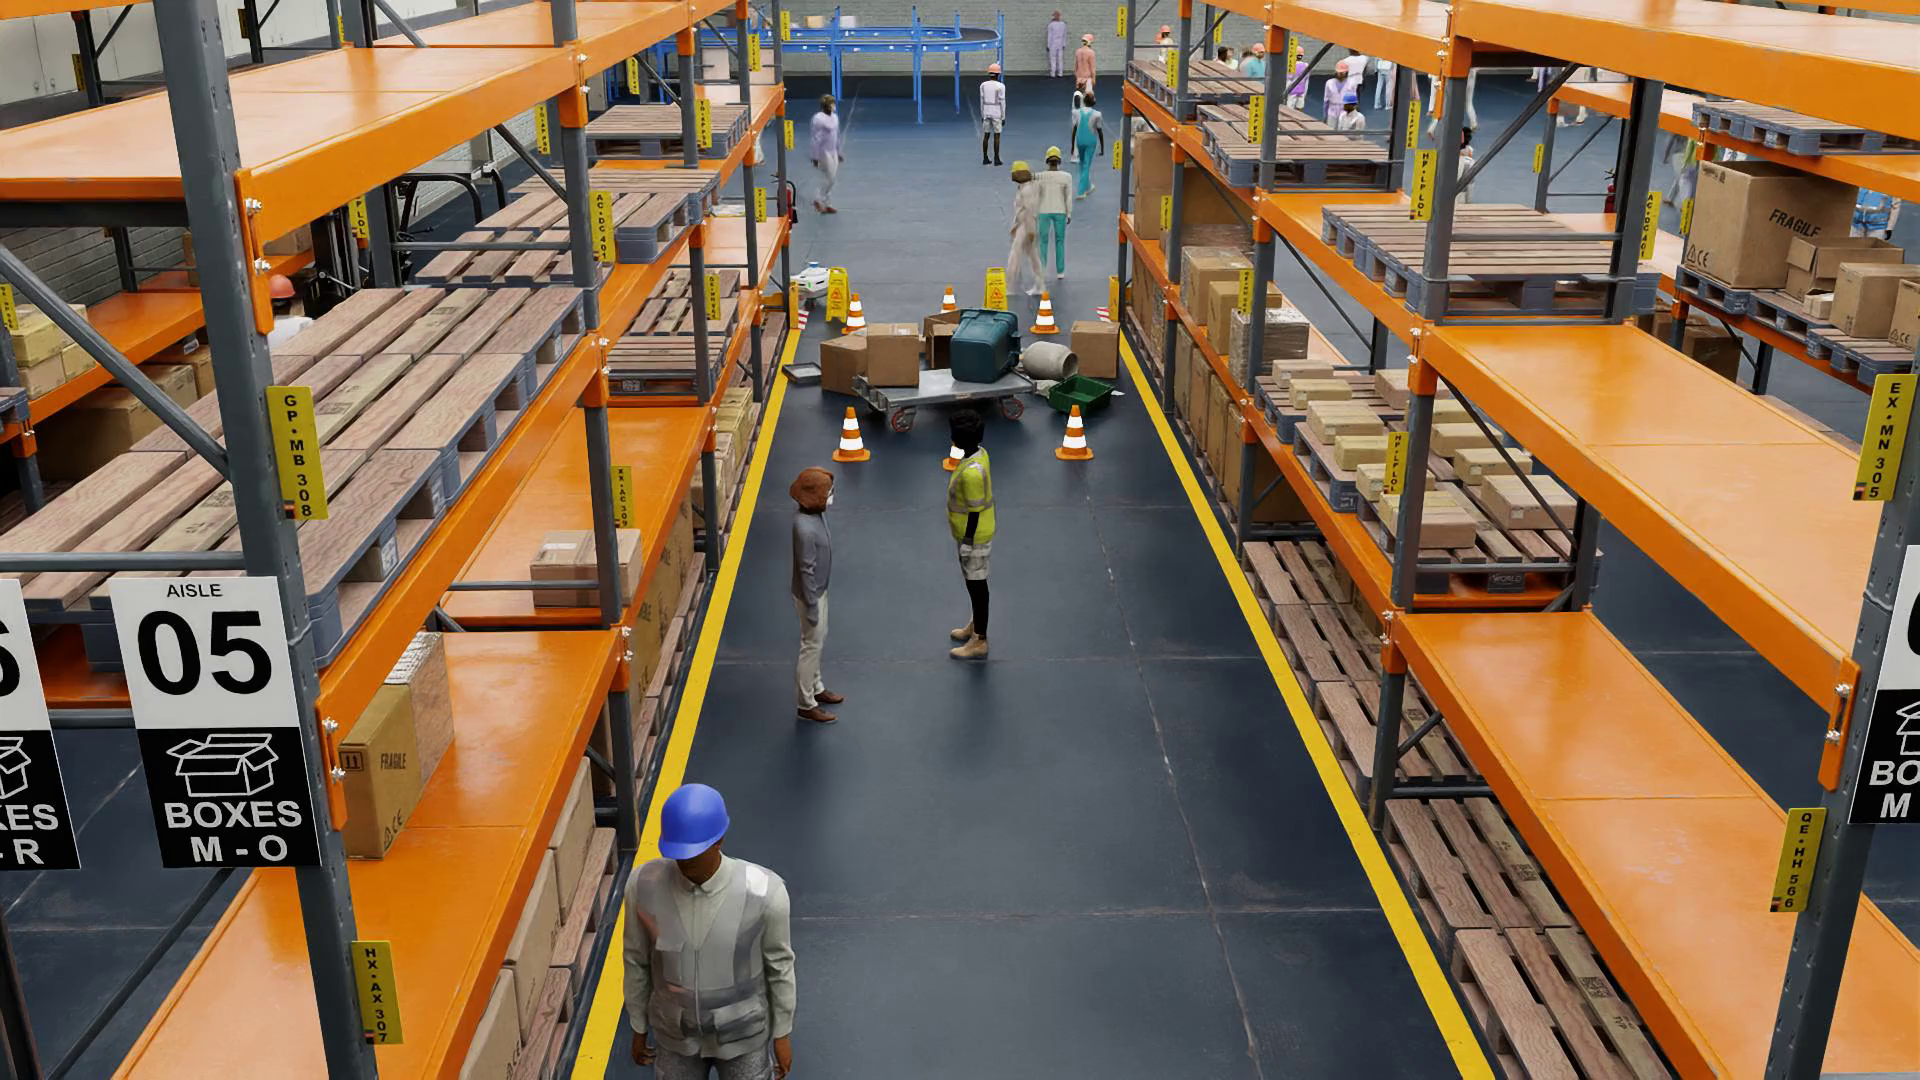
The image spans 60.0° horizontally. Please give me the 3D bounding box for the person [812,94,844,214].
[{"bbox_3d":[-2.131,-6.269,27.083,0.428,1.925,0.627,9,23,23],"label":"person"}]

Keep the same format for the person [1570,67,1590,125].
[{"bbox_3d":[14.450,-10.475,38.624,0.279,1.621,0.508,13,24,31],"label":"person"}]

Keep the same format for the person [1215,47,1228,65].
[{"bbox_3d":[5.696,-9.923,36.772,0.405,1.908,0.599,-5,21,-13],"label":"person"}]

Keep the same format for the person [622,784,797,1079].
[{"bbox_3d":[-0.888,1.727,5.918,0.616,1.946,0.392,2,21,5],"label":"person"}]

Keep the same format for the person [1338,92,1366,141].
[{"bbox_3d":[6.397,-6.401,27.424,0.429,1.936,0.610,-10,23,-24],"label":"person"}]

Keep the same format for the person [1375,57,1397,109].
[{"bbox_3d":[10.674,-11.798,41.725,0.599,1.910,0.385,16,26,37],"label":"person"}]

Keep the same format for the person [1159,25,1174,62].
[{"bbox_3d":[5.299,-12.320,43.058,0.370,1.939,0.543,13,24,30],"label":"person"}]

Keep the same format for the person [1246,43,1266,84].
[{"bbox_3d":[6.479,-9.848,36.443,0.620,1.997,0.372,-19,28,-41],"label":"person"}]

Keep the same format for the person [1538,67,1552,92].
[{"bbox_3d":[16.120,-13.216,45.679,0.540,1.747,0.516,11,23,27],"label":"person"}]

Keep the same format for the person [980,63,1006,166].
[{"bbox_3d":[0.655,-8.285,32.411,0.544,1.930,0.388,12,24,28],"label":"person"}]

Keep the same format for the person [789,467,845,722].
[{"bbox_3d":[-0.875,0.324,10.079,0.298,1.622,0.509,0,21,1],"label":"person"}]

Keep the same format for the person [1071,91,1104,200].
[{"bbox_3d":[2.240,-6.805,28.671,0.529,1.796,0.942,10,23,26],"label":"person"}]

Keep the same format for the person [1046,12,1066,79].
[{"bbox_3d":[2.826,-14.674,49.327,0.654,1.906,0.407,-14,25,-32],"label":"person"}]

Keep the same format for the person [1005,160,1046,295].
[{"bbox_3d":[0.739,-4.011,21.423,0.829,1.693,0.507,-1,21,-2],"label":"person"}]

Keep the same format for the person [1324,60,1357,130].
[{"bbox_3d":[7.294,-8.196,32.032,0.605,2.031,0.489,8,22,19],"label":"person"}]

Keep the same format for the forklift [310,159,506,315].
[{"bbox_3d":[-5.622,-2.910,17.832,2.313,2.155,1.214,-1,21,-1],"label":"forklift"}]

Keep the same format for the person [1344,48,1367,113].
[{"bbox_3d":[9.108,-10.504,38.347,0.662,1.879,0.659,-7,22,-17],"label":"person"}]

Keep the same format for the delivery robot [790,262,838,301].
[{"bbox_3d":[-1.827,-3.239,20.852,0.477,0.478,0.707,11,23,27],"label":"delivery robot"}]

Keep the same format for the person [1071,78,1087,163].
[{"bbox_3d":[2.349,-8.273,32.795,0.312,1.633,0.516,6,21,15],"label":"person"}]

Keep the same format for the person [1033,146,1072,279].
[{"bbox_3d":[1.240,-4.390,22.355,0.526,1.760,0.344,0,21,-1],"label":"person"}]

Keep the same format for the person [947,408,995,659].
[{"bbox_3d":[0.072,-0.044,10.956,0.319,1.692,0.533,1,21,3],"label":"person"}]

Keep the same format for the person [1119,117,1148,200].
[{"bbox_3d":[2.972,-6.675,28.430,0.493,1.732,0.324,7,22,17],"label":"person"}]

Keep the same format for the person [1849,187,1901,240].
[{"bbox_3d":[11.633,-4.029,21.290,0.429,1.838,0.621,-18,27,-39],"label":"person"}]

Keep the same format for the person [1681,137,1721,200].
[{"bbox_3d":[12.017,-6.067,26.990,0.533,1.596,0.639,10,23,25],"label":"person"}]

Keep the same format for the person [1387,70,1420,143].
[{"bbox_3d":[9.506,-9.344,35.307,0.843,1.862,0.676,16,26,36],"label":"person"}]

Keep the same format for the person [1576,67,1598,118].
[{"bbox_3d":[15.110,-11.113,39.771,0.444,2.017,0.729,11,23,27],"label":"person"}]

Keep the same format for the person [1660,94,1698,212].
[{"bbox_3d":[11.968,-6.390,27.466,0.644,1.891,1.005,-3,21,-8],"label":"person"}]

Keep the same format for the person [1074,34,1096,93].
[{"bbox_3d":[2.980,-10.934,39.331,0.398,1.985,0.609,-18,27,-40],"label":"person"}]

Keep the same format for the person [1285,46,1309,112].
[{"bbox_3d":[7.349,-9.806,36.416,0.551,1.936,0.356,-8,22,-20],"label":"person"}]
